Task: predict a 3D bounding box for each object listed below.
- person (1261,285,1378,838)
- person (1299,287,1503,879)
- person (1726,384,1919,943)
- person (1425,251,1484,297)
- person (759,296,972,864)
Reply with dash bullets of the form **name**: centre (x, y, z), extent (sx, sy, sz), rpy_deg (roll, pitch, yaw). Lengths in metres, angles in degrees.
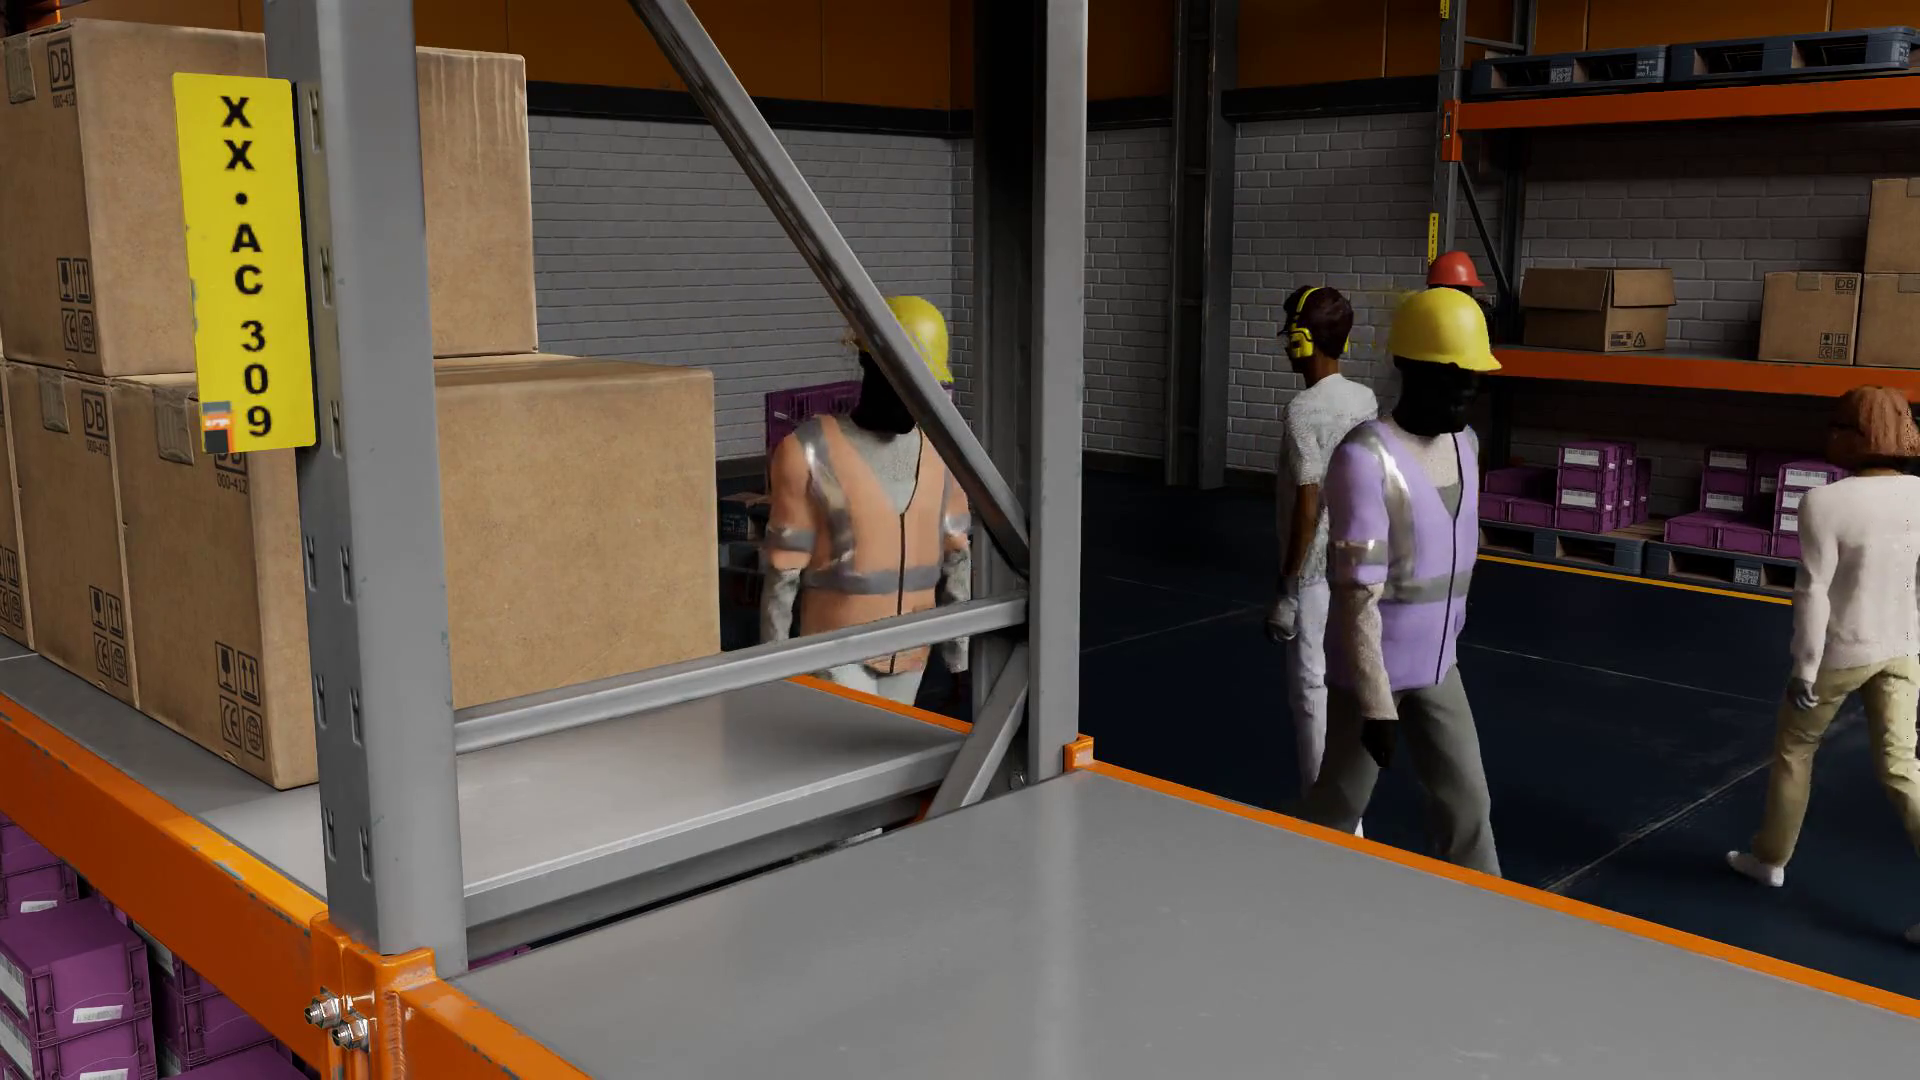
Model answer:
- **person**: centre (1.142, 0.127, 5.332), extent (0.311, 1.864, 0.533), rpy_deg (8, 13, 38)
- **person**: centre (1.193, 0.324, 4.179), extent (0.618, 1.879, 0.933), rpy_deg (-9, 13, -39)
- **person**: centre (2.673, 0.348, 4.866), extent (0.516, 1.599, 0.830), rpy_deg (-2, 11, -11)
- **person**: centre (2.576, -0.566, 8.910), extent (0.377, 1.938, 0.547), rpy_deg (7, 12, 33)
- **person**: centre (-0.291, 0.272, 4.527), extent (0.624, 1.877, 0.872), rpy_deg (-7, 13, -35)
